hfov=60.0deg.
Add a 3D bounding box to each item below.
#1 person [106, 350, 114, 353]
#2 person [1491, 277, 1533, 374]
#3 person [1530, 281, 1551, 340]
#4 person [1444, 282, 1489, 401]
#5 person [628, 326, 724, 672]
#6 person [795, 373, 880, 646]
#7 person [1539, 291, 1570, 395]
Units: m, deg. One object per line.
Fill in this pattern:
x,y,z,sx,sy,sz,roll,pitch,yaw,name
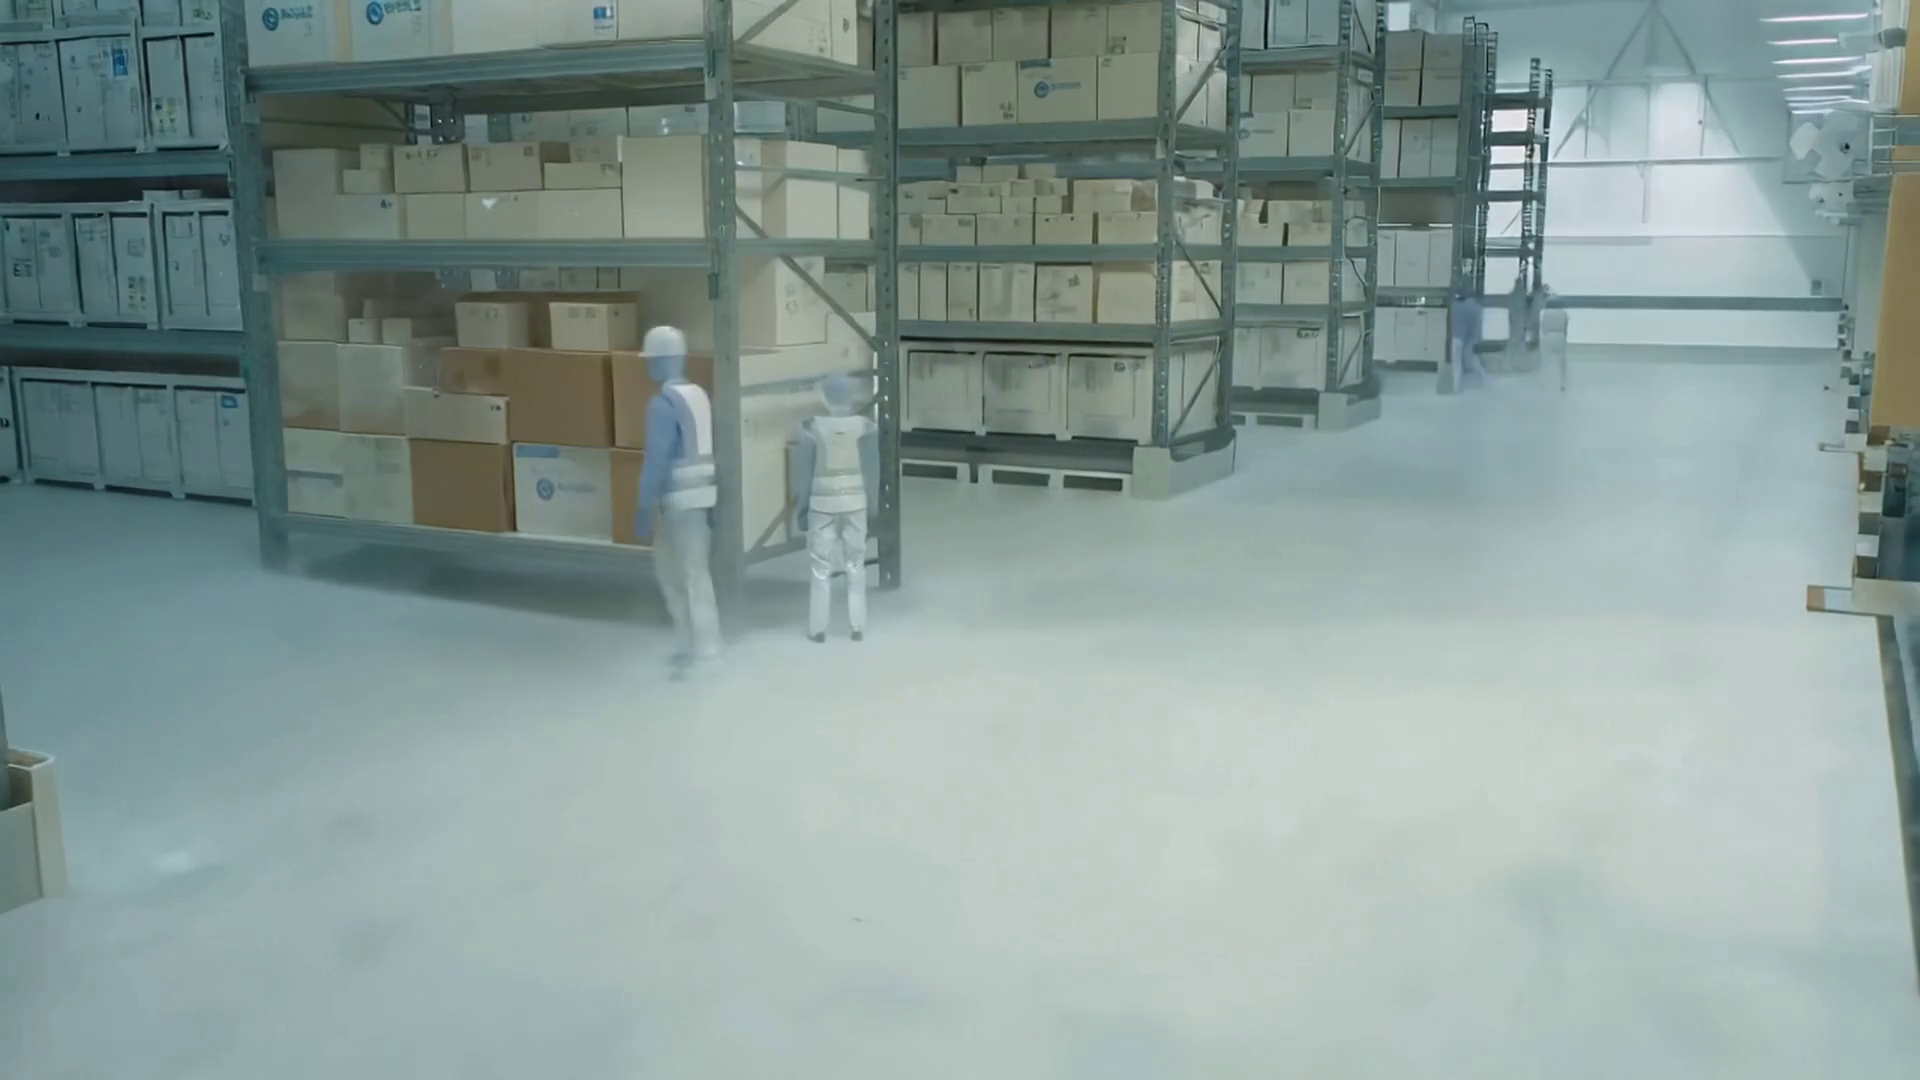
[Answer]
-9.837,-1.961,19.668,0.731,1.821,0.632,5,11,27,person
10.712,-4.138,32.153,0.753,1.867,0.663,1,10,8,person
12.428,-4.675,35.649,0.574,1.730,0.727,-5,11,-27,person
8.047,-3.150,26.355,0.886,1.887,0.662,-6,11,-30,person
-1.597,-0.219,9.261,0.620,1.922,0.623,1,10,7,person
-0.726,-0.178,9.893,0.521,1.630,0.320,-4,10,-20,person
9.692,-3.188,27.097,0.497,1.714,0.661,-1,10,-4,person
